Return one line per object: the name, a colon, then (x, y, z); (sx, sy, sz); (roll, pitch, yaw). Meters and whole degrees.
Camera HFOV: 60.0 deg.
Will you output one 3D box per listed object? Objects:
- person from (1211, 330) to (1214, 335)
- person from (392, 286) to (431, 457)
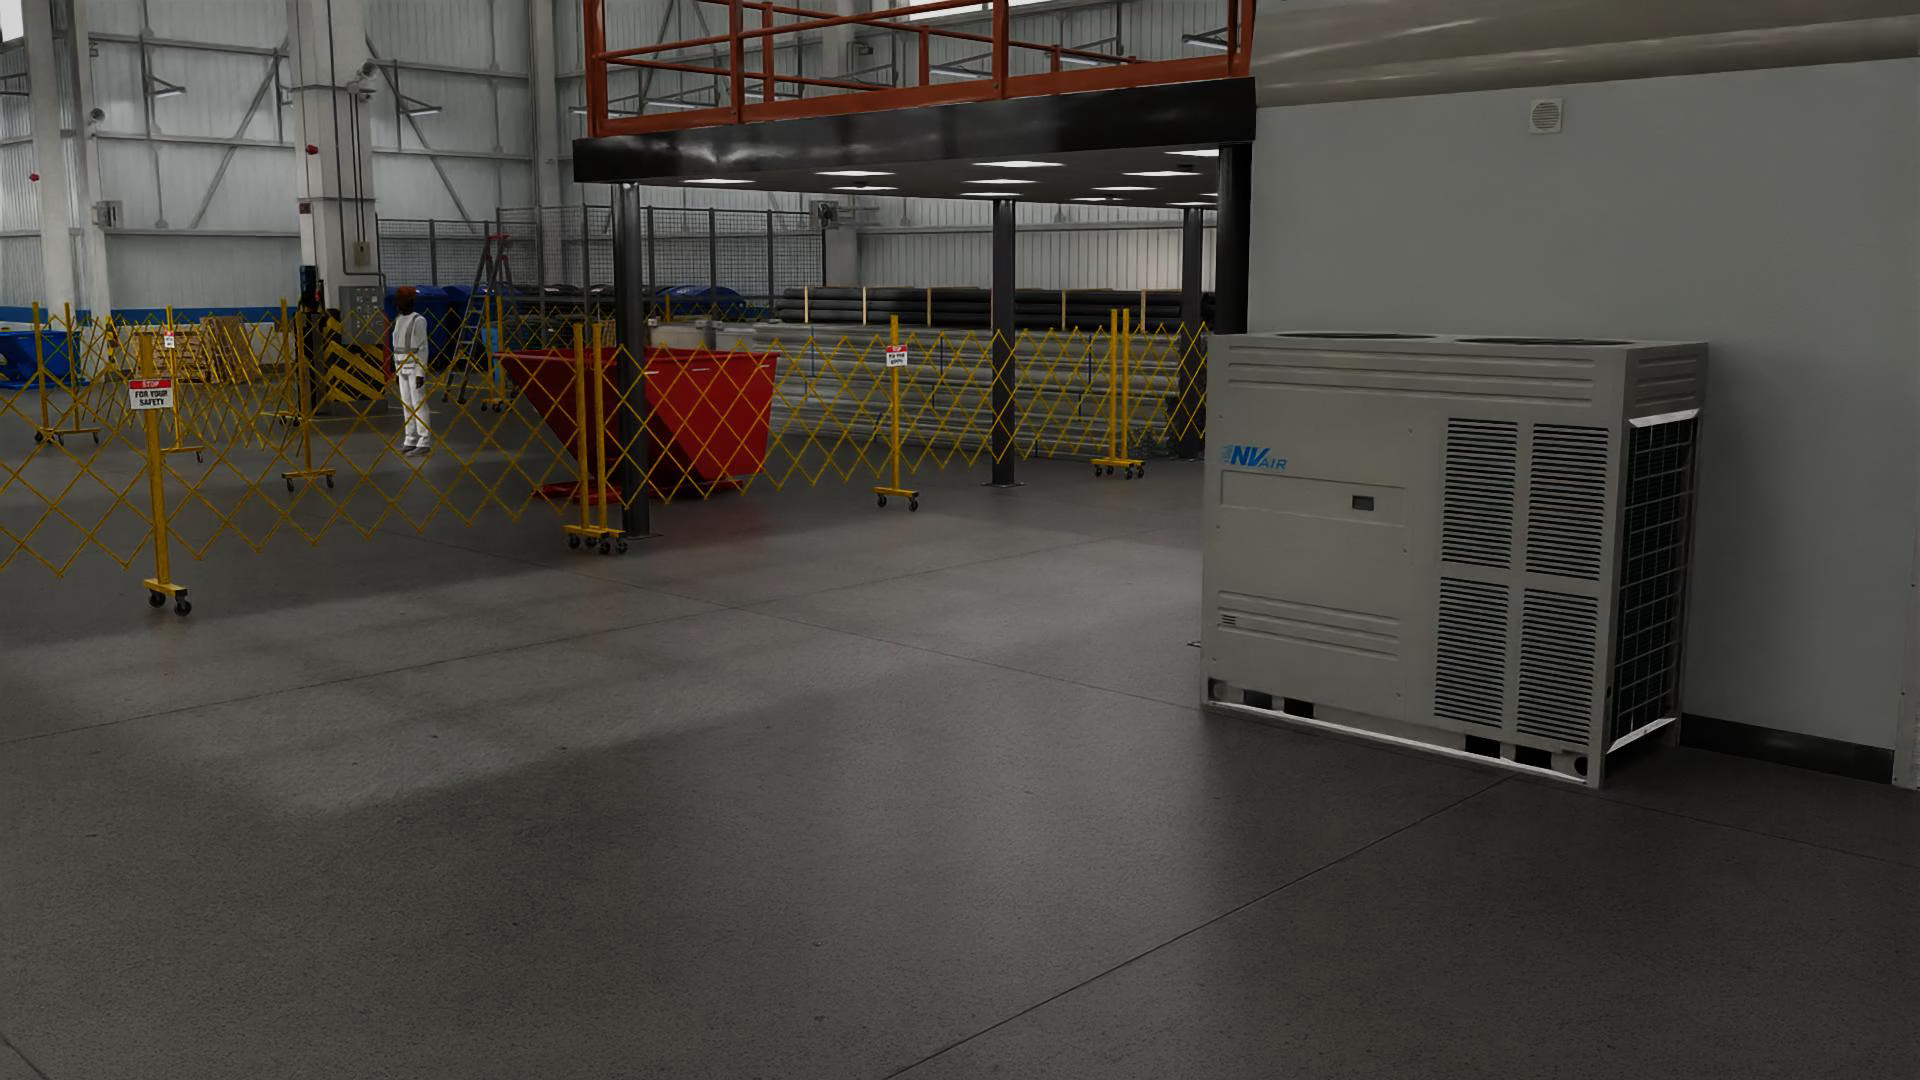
person: (2.440, -1.260, 14.735); (0.570, 1.912, 0.633); (7, 11, 36)
person: (-6.083, -1.859, 18.391); (0.577, 1.884, 0.353); (9, 13, 43)
